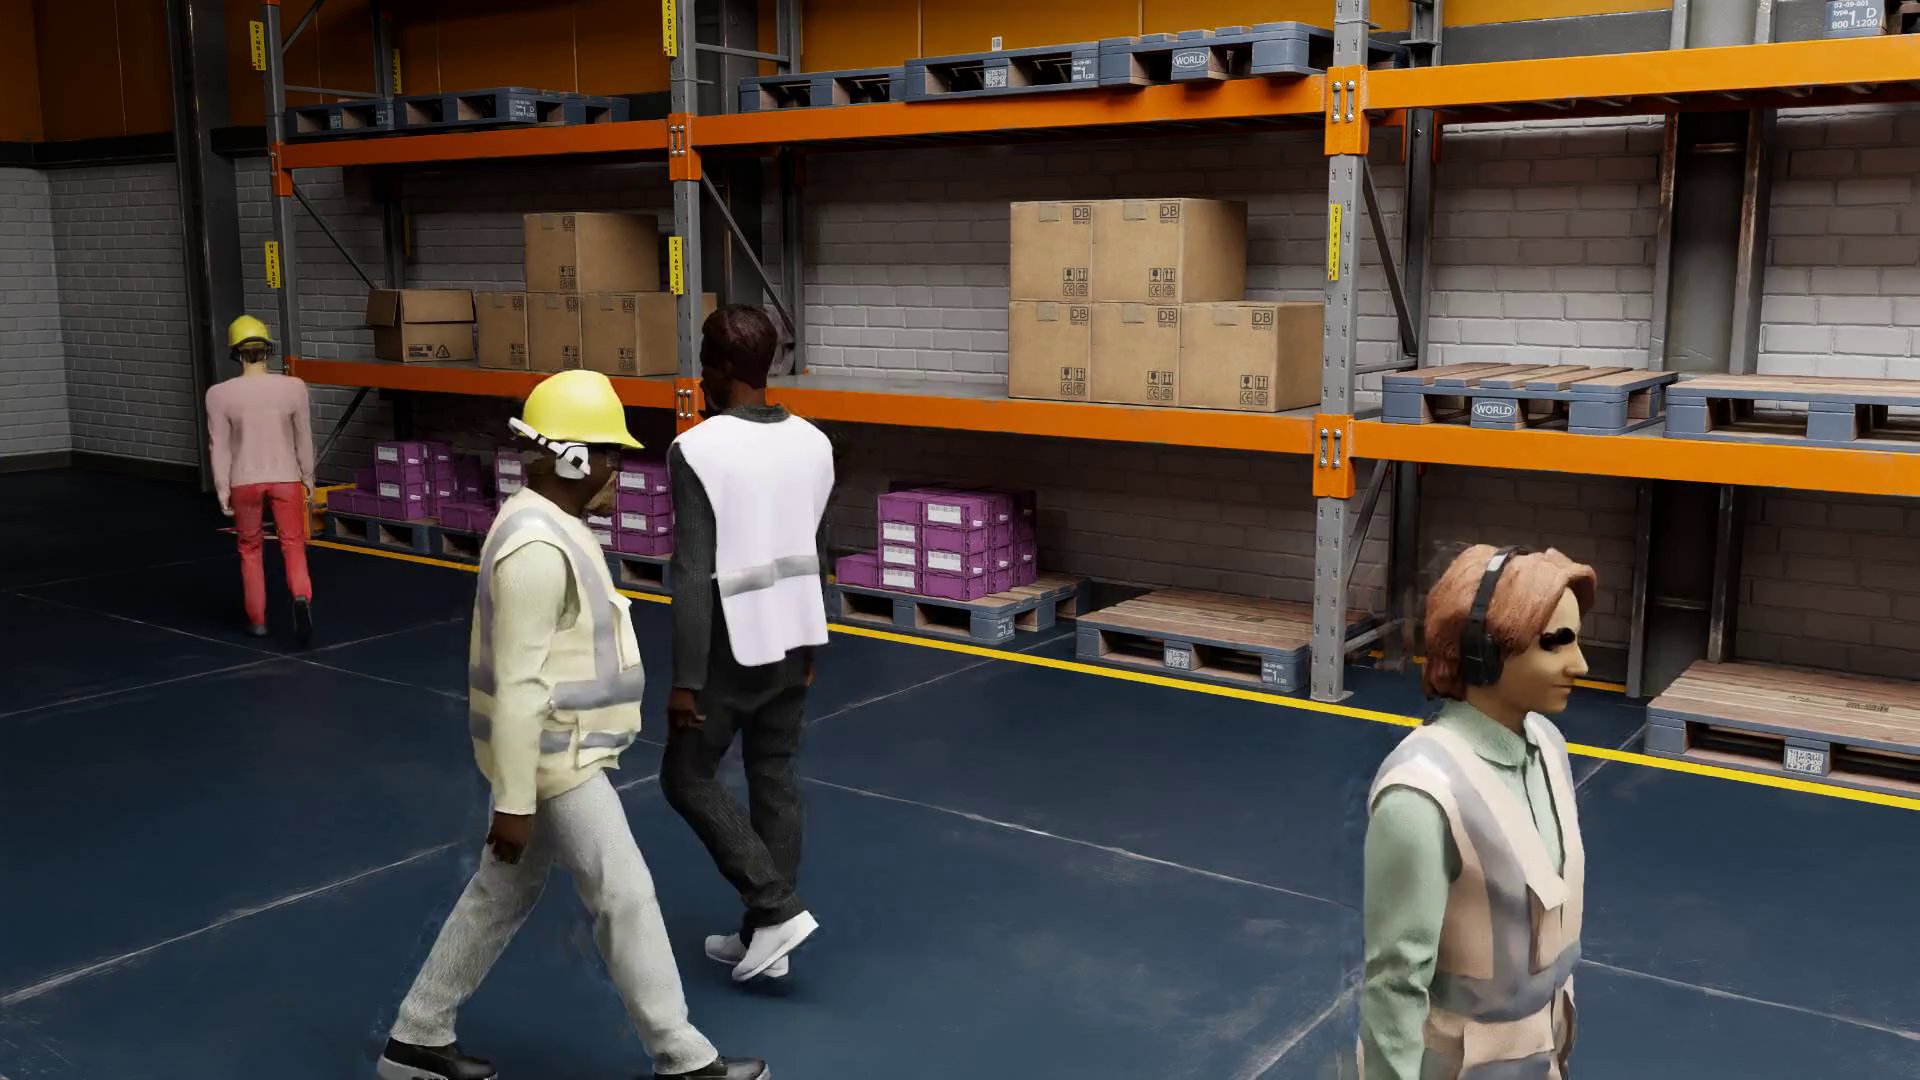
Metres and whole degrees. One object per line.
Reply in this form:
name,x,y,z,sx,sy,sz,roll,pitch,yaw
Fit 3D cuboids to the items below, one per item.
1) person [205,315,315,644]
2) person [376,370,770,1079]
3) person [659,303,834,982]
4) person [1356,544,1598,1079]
person,-3.645,-0.304,8.725,0.525,1.741,0.706,-5,11,-28
person,-0.987,0.488,3.954,0.934,1.776,0.610,-2,10,-12
person,-0.590,0.305,4.616,0.443,1.905,0.627,7,12,35
person,0.756,0.810,2.414,0.370,1.625,0.536,7,12,37
